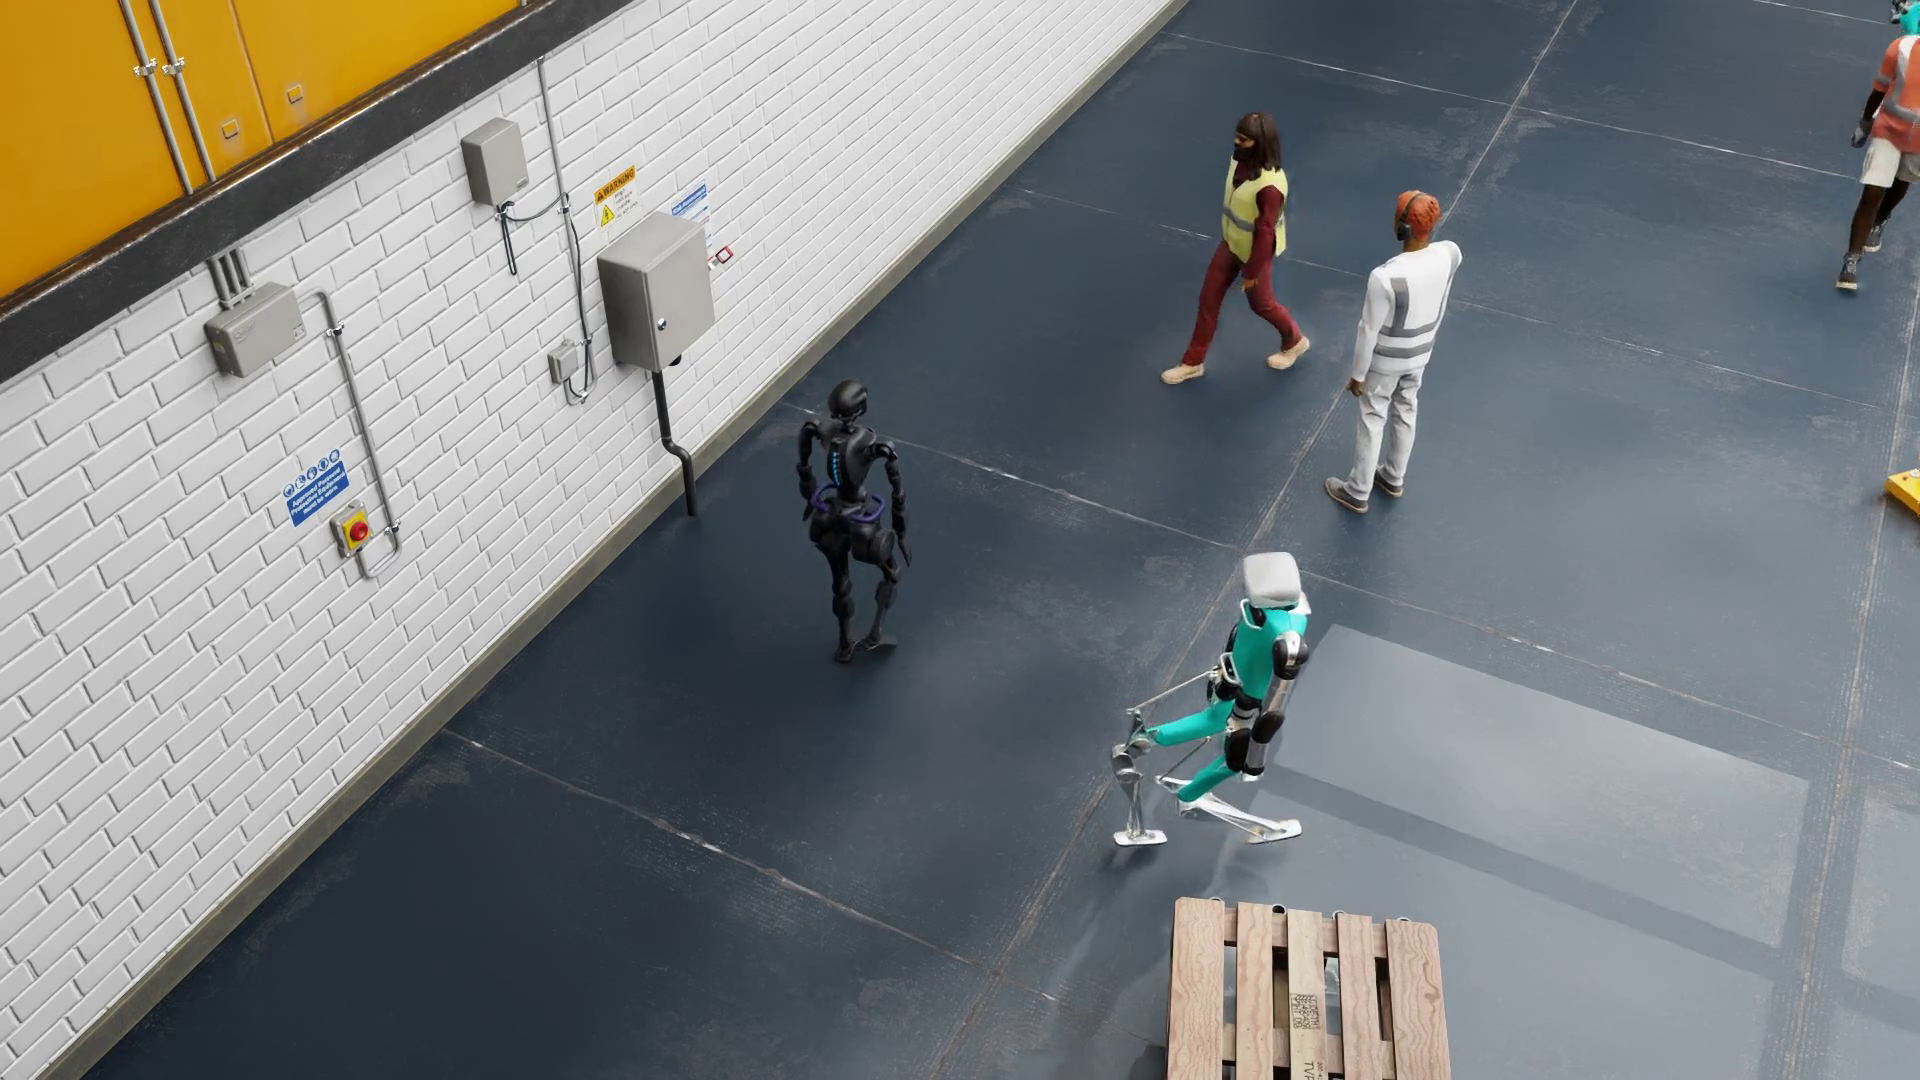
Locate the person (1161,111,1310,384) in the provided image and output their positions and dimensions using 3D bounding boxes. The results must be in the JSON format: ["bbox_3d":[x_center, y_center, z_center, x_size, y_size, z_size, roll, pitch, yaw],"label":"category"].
[{"bbox_3d":[1.712,-1.696,9.692,0.927,1.727,0.478,-15,43,-17],"label":"person"}]

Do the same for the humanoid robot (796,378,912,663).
[{"bbox_3d":[-0.515,-0.095,7.870,0.600,1.653,0.351,16,43,18],"label":"humanoid robot"}]

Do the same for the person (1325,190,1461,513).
[{"bbox_3d":[2.280,-0.967,8.732,0.581,1.880,0.348,-20,44,-21],"label":"person"}]

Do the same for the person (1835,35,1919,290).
[{"bbox_3d":[6.043,-2.583,10.580,0.626,1.918,1.014,18,44,20],"label":"person"}]

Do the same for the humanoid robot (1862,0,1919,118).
[{"bbox_3d":[7.256,-3.858,12.239,0.902,1.834,0.556,-8,41,-9],"label":"humanoid robot"}]

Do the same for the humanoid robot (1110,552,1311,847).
[{"bbox_3d":[0.980,0.768,6.845,1.048,1.746,0.556,-5,41,-5],"label":"humanoid robot"}]

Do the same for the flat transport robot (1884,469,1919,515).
[{"bbox_3d":[5.944,-0.320,9.208,1.431,0.231,0.659,-14,43,-15],"label":"flat transport robot"}]
